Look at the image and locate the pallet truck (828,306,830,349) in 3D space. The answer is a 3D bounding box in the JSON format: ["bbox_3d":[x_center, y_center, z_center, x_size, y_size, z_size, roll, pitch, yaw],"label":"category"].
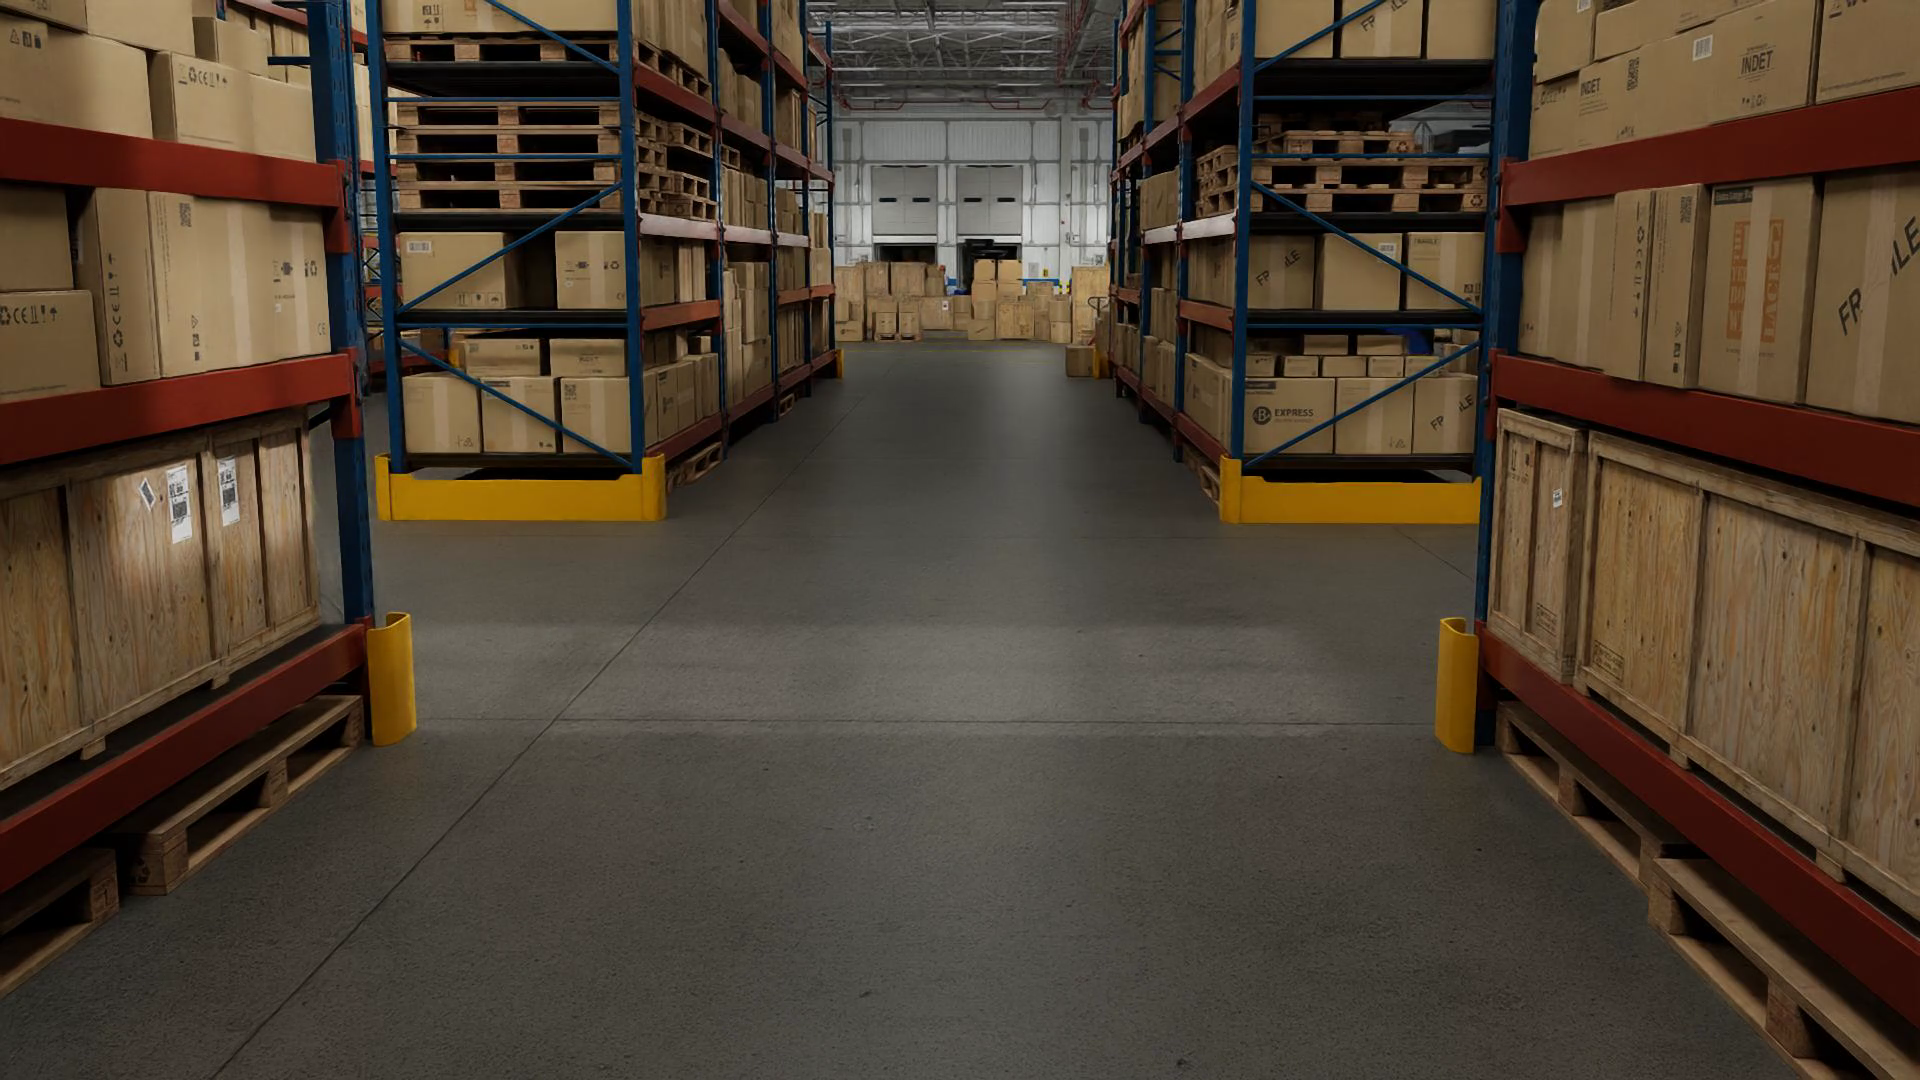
[{"bbox_3d":[-3.100,-3.940,29.800,1.885,1.965,0.823,3,10,19],"label":"pallet truck"}]

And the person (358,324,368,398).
[{"bbox_3d":[-6.859,-1.868,18.494,0.521,1.617,0.403,-1,9,-3],"label":"person"}]

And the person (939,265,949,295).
[{"bbox_3d":[-0.622,-8.891,59.625,0.353,1.942,0.546,5,11,29],"label":"person"}]

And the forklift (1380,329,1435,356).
[{"bbox_3d":[7.151,-3.739,25.962,1.873,2.768,1.129,0,9,1],"label":"forklift"}]

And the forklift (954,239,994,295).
[{"bbox_3d":[0.663,-8.876,56.731,1.129,2.768,1.873,-5,11,-29],"label":"forklift"}]
